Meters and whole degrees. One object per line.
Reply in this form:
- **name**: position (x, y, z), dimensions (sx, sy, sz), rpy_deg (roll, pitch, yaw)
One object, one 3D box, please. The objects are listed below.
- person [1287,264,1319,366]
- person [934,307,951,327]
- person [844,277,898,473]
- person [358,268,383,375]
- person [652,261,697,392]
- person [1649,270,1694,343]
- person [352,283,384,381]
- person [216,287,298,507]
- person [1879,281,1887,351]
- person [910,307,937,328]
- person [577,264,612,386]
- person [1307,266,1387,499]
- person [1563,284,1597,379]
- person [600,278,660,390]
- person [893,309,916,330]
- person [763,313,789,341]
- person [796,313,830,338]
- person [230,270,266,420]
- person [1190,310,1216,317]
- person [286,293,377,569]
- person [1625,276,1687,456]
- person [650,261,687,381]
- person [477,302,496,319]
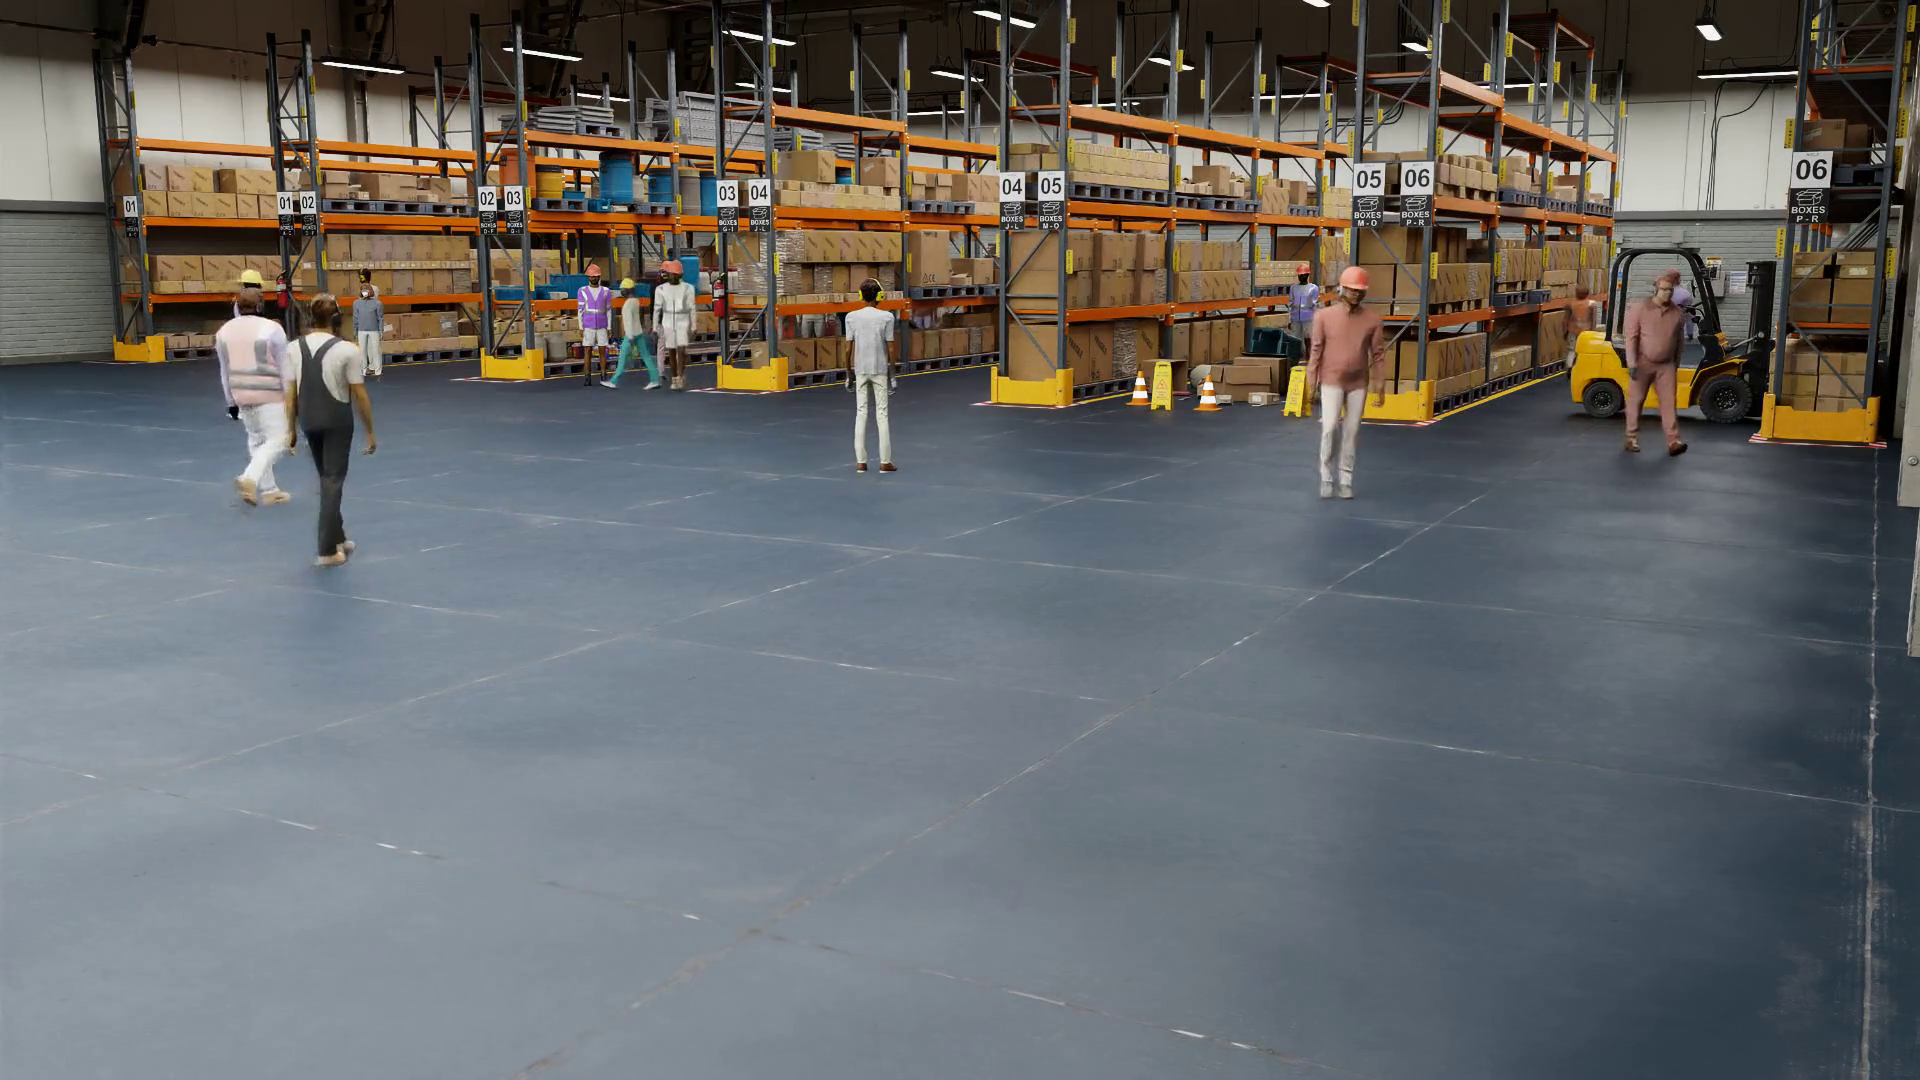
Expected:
- **person**: position (6.019, -3.883, 29.273), dimensions (0.548, 1.937, 0.358), rpy_deg (6, 11, 31)
- **person**: position (-0.405, -4.699, 34.973), dimensions (0.518, 1.616, 0.549), rpy_deg (9, 13, 42)
- **person**: position (-0.855, -1.575, 15.958), dimensions (0.521, 1.873, 0.335), rpy_deg (2, 10, 13)
- **person**: position (-10.321, -3.802, 29.022), dimensions (0.329, 1.865, 0.515), rpy_deg (2, 10, 13)
- **person**: position (-4.374, -3.248, 25.386), dimensions (0.650, 1.987, 1.011), rpy_deg (0, 10, -1)
- **person**: position (11.092, -3.275, 25.951), dimensions (0.664, 1.852, 1.022), rpy_deg (9, 13, 41)
- **person**: position (-9.828, -3.451, 27.633), dimensions (0.498, 1.633, 0.282), rpy_deg (-1, 10, -7)
- **person**: position (-5.777, -1.158, 13.647), dimensions (0.634, 1.825, 0.710), rpy_deg (3, 10, 16)
- **person**: position (20.023, -5.112, 36.524), dimensions (0.392, 1.920, 0.587), rpy_deg (-6, 12, -33)
- **person**: position (-0.755, -4.435, 33.112), dimensions (0.529, 1.720, 0.878), rpy_deg (4, 10, 20)
- **person**: position (-5.841, -3.434, 26.646), dimensions (0.544, 1.939, 0.354), rpy_deg (-3, 10, -19)
- **person**: position (3.310, -1.323, 14.142), dimensions (0.653, 1.980, 0.523), rpy_deg (0, 10, -1)
- **person**: position (10.235, -3.419, 27.486), dimensions (0.520, 1.623, 0.608), rpy_deg (5, 11, 27)
- **person**: position (-5.112, -3.187, 25.827), dimensions (0.922, 1.720, 0.520), rpy_deg (2, 10, 12)
- **person**: position (-1.201, -5.312, 37.610), dimensions (0.616, 1.952, 0.604), rpy_deg (6, 11, 30)
- **person**: position (-3.331, -3.994, 30.218), dimensions (0.527, 1.846, 0.701), rpy_deg (3, 10, 18)
- **person**: position (-2.607, -3.923, 29.550), dimensions (0.624, 1.931, 0.371), rpy_deg (0, 10, -2)
- **person**: position (-8.893, -2.469, 21.119), dimensions (0.918, 1.883, 0.617), rpy_deg (-2, 10, -12)
- **person**: position (4.848, -4.400, 33.178), dimensions (0.513, 1.637, 0.313), rpy_deg (2, 10, 12)
- **person**: position (-4.197, -0.745, 11.233), dimensions (0.550, 1.819, 0.744), rpy_deg (2, 10, 11)
- **person**: position (7.265, -1.806, 17.346), dimensions (0.652, 1.861, 0.947), rpy_deg (0, 10, 1)
- **person**: position (-4.823, -3.619, 27.561), dimensions (0.622, 1.993, 0.382), rpy_deg (2, 10, 14)
- **person**: position (-10.278, -4.904, 36.138), dimensions (0.506, 1.632, 0.268), rpy_deg (6, 11, 31)
